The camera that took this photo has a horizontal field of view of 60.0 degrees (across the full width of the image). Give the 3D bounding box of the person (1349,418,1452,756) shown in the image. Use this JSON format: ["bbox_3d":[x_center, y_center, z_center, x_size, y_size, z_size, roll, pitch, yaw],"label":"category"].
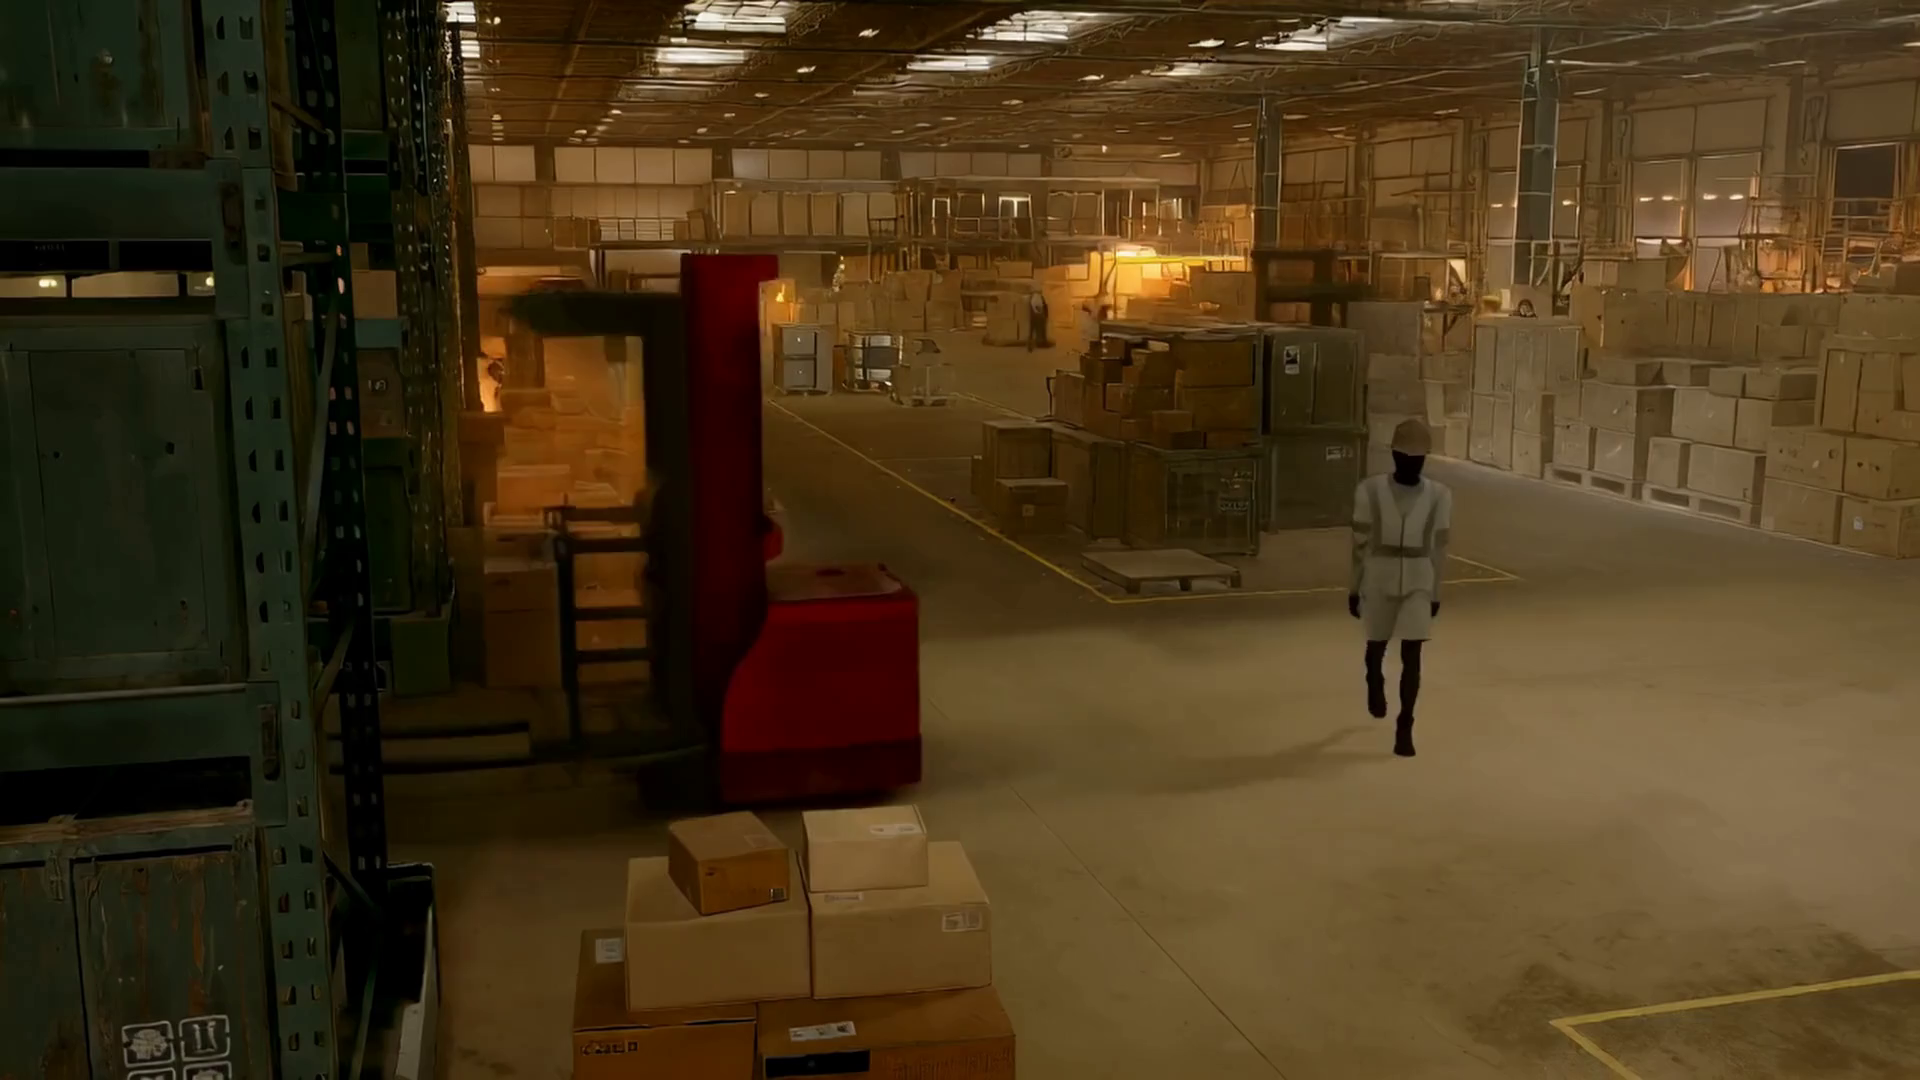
[{"bbox_3d":[2.532,0.231,9.618,0.557,1.913,0.776,2,10,11],"label":"person"}]

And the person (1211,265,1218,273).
[{"bbox_3d":[12.483,-12.578,82.036,0.614,1.947,0.388,-1,10,-8],"label":"person"}]

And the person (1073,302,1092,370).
[{"bbox_3d":[2.715,-4.515,37.311,0.708,1.608,0.541,0,10,-3],"label":"person"}]

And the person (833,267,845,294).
[{"bbox_3d":[-5.344,-11.102,73.666,0.609,1.947,0.510,4,11,23],"label":"person"}]

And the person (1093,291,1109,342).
[{"bbox_3d":[3.233,-4.801,38.256,0.423,1.854,0.644,0,10,2],"label":"person"}]

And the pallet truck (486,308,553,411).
[{"bbox_3d":[-6.242,-2.418,24.362,0.823,1.965,1.885,1,10,3],"label":"pallet truck"}]

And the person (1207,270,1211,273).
[{"bbox_3d":[12.160,-12.421,81.824,0.522,1.710,0.404,-3,10,-15],"label":"person"}]

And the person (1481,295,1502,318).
[{"bbox_3d":[10.906,-4.085,34.185,0.988,1.853,0.644,7,12,35],"label":"person"}]

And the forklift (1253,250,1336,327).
[{"bbox_3d":[3.971,-2.092,20.022,1.129,2.768,1.873,-3,10,-15],"label":"forklift"}]

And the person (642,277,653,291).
[{"bbox_3d":[-9.987,-7.453,53.160,0.470,1.891,0.606,7,12,36],"label":"person"}]

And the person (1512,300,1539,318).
[{"bbox_3d":[10.448,-3.514,30.864,0.642,1.905,0.981,3,10,15],"label":"person"}]

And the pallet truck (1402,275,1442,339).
[{"bbox_3d":[14.620,-7.324,52.145,0.823,1.965,1.885,8,13,40],"label":"pallet truck"}]

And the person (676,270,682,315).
[{"bbox_3d":[-11.329,-10.033,67.722,0.391,1.914,0.587,4,11,23],"label":"person"}]

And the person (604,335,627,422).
[{"bbox_3d":[-5.679,-2.910,27.312,0.399,1.947,0.734,-1,10,-5],"label":"person"}]

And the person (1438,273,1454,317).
[{"bbox_3d":[19.886,-10.063,68.098,0.627,1.844,0.429,5,11,25],"label":"person"}]

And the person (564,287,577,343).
[{"bbox_3d":[-11.637,-6.712,49.564,0.549,1.678,0.376,-2,10,-10],"label":"person"}]

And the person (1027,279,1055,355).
[{"bbox_3d":[2.160,-5.917,44.054,0.840,2.000,0.692,-2,10,-12],"label":"person"}]

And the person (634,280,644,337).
[{"bbox_3d":[-10.151,-7.318,52.688,0.441,1.822,0.636,-1,10,-6],"label":"person"}]

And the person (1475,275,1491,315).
[{"bbox_3d":[20.001,-9.237,63.577,0.652,1.797,0.980,1,10,5],"label":"person"}]

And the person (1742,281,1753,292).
[{"bbox_3d":[27.214,-8.222,57.531,0.578,1.896,0.766,-6,12,-32],"label":"person"}]

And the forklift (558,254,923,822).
[{"bbox_3d":[-1.213,-0.097,8.725,1.873,2.768,1.129,-3,10,-15],"label":"forklift"}]

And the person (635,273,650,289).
[{"bbox_3d":[-11.422,-8.644,59.866,0.567,1.917,0.569,1,10,5],"label":"person"}]

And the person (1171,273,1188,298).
[{"bbox_3d":[8.070,-8.856,61.167,0.642,1.887,1.039,-1,10,-7],"label":"person"}]
